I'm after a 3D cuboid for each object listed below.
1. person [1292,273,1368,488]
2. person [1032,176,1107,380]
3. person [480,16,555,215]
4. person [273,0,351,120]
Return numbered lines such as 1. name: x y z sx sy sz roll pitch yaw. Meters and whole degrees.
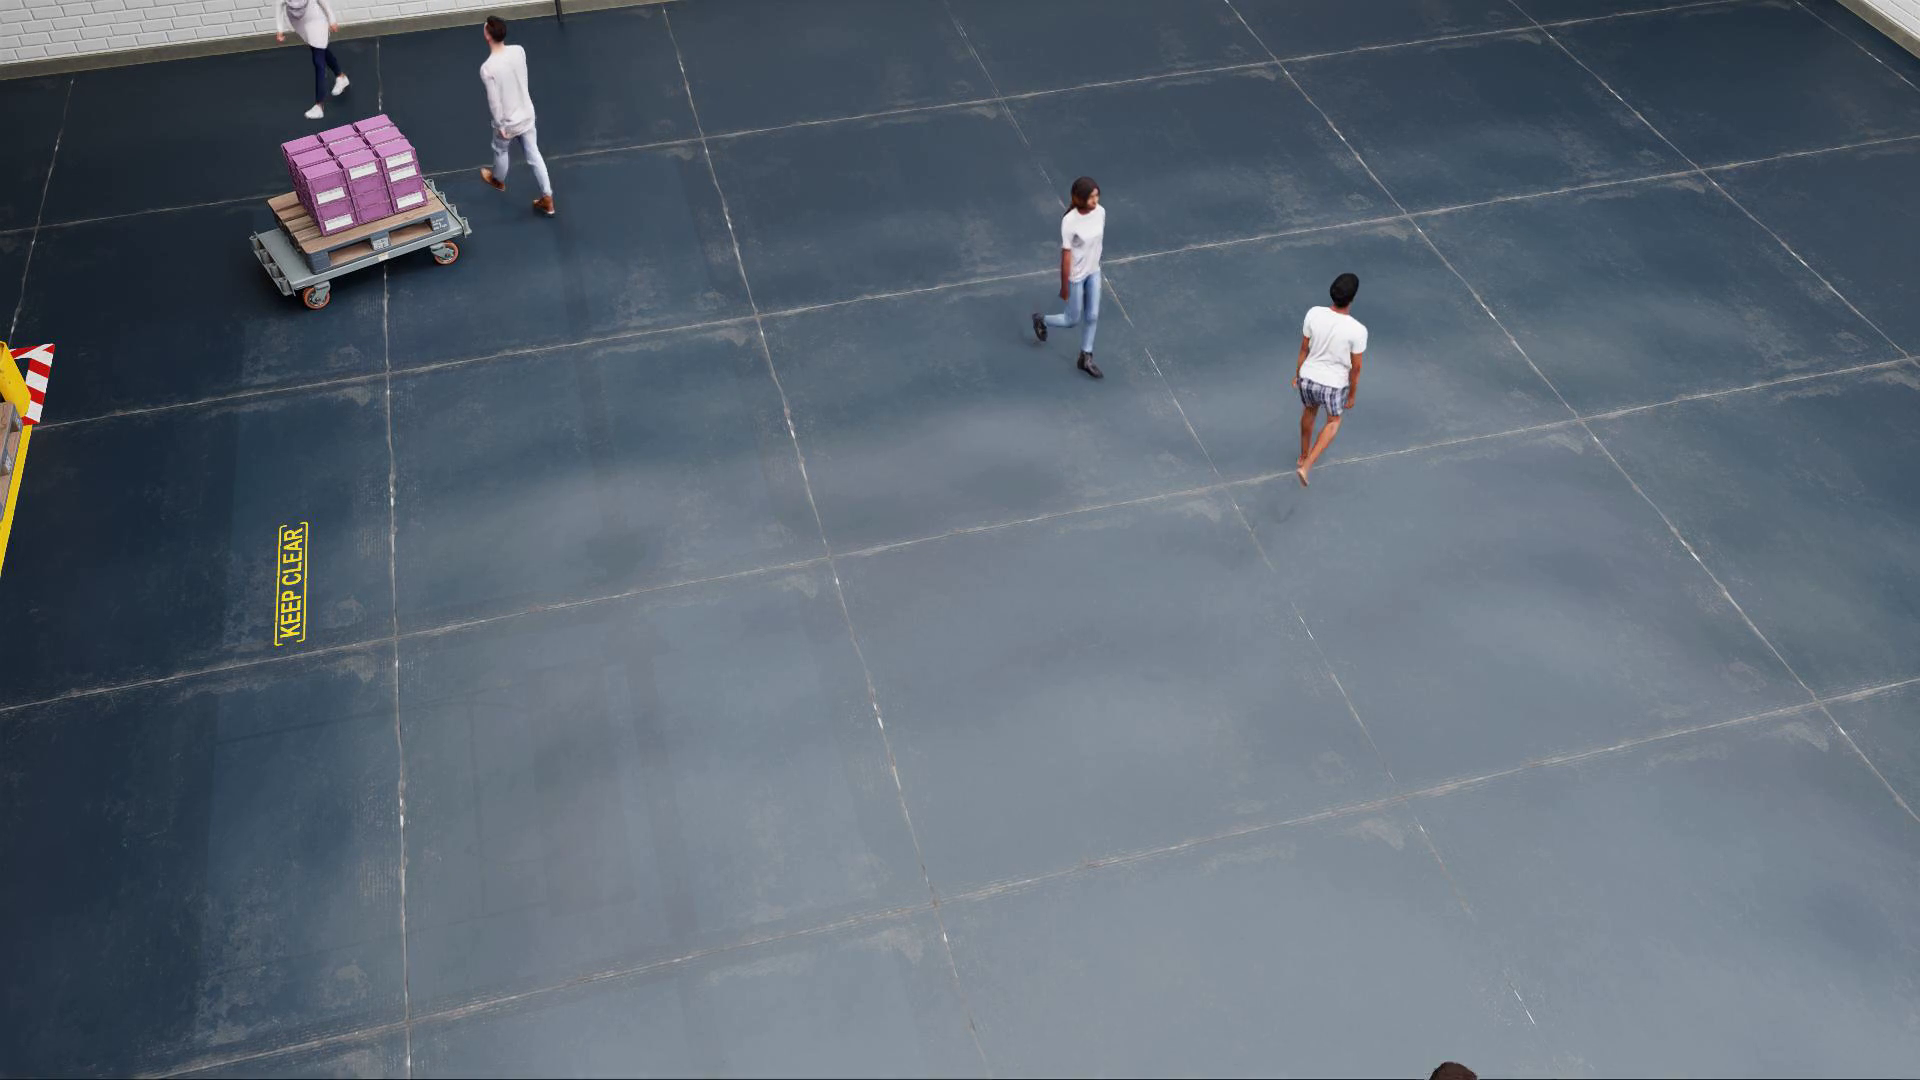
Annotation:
1. person: 2.571 -1.102 11.868 0.933 1.717 0.978 25 49 24
2. person: 0.880 -2.069 12.893 0.851 1.703 1.039 -32 52 -29
3. person: -3.835 -3.666 14.500 1.226 1.799 1.080 30 51 28
4. person: -6.190 -4.985 15.935 0.967 1.729 1.237 9 44 9
